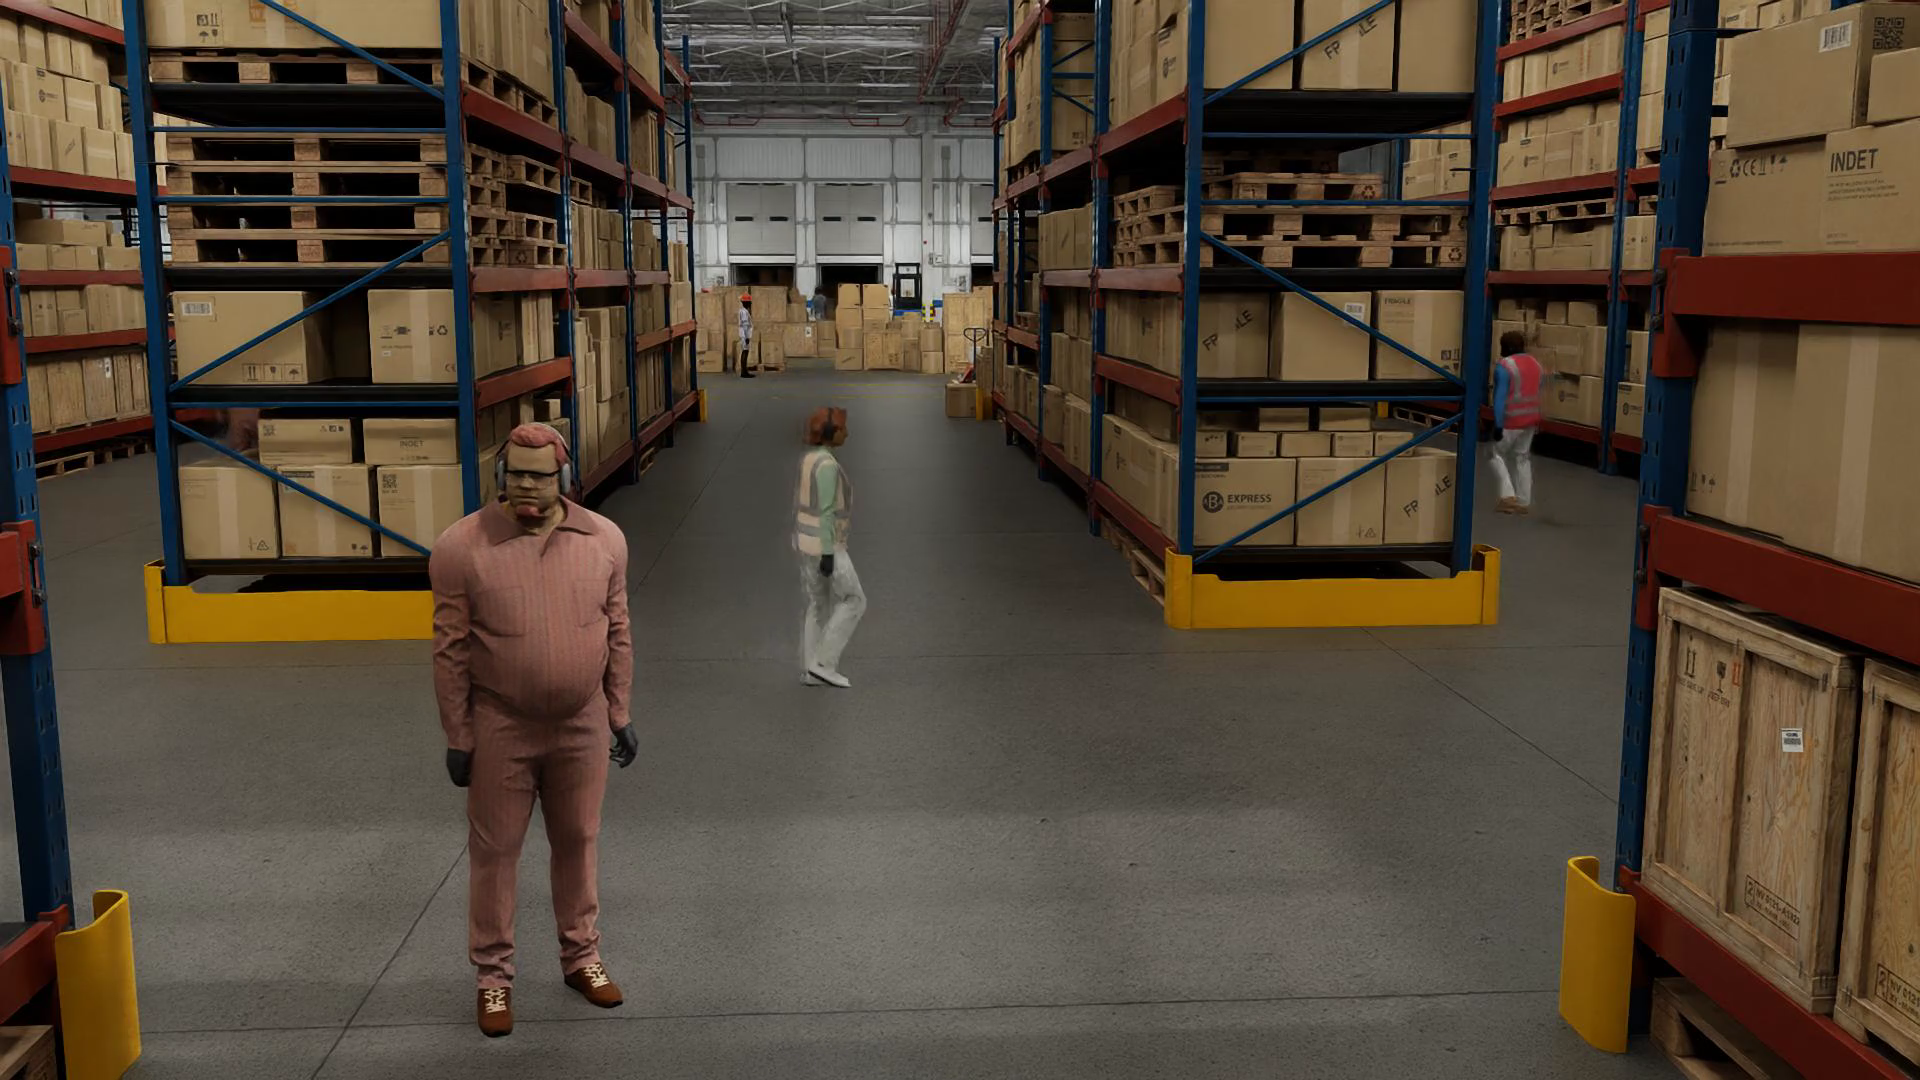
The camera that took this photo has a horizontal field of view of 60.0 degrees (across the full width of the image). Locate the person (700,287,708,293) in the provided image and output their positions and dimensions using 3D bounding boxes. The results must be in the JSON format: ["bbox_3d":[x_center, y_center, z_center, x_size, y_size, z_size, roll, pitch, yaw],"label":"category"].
[{"bbox_3d":[-9.776,-8.659,63.298,0.993,1.883,0.565,0,9,2],"label":"person"}]

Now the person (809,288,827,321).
[{"bbox_3d":[-5.234,-8.257,60.752,0.878,1.901,0.628,8,12,42],"label":"person"}]

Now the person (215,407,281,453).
[{"bbox_3d":[-7.144,-1.231,16.693,0.643,1.882,0.657,0,9,1],"label":"person"}]

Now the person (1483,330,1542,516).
[{"bbox_3d":[5.411,-1.131,16.264,0.694,1.820,0.452,-6,11,-35],"label":"person"}]

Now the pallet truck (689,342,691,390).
[{"bbox_3d":[-5.225,-3.008,27.480,1.885,1.965,0.823,2,9,14],"label":"pallet truck"}]

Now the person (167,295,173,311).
[{"bbox_3d":[-29.589,-8.593,62.723,0.651,1.958,0.678,6,11,31],"label":"person"}]

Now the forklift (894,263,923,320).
[{"bbox_3d":[-1.945,-8.926,61.875,1.129,2.768,1.873,-1,9,-4],"label":"forklift"}]

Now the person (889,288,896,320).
[{"bbox_3d":[-2.467,-8.528,62.505,0.580,1.883,0.349,0,9,0],"label":"person"}]

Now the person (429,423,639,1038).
[{"bbox_3d":[-1.317,0.581,5.247,0.641,1.904,0.401,-5,11,-31],"label":"person"}]

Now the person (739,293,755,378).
[{"bbox_3d":[-4.912,-4.701,38.301,0.357,1.937,0.550,-2,9,-13],"label":"person"}]

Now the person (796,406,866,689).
[{"bbox_3d":[-0.739,0.050,9.457,0.375,1.625,0.516,-3,9,-17],"label":"person"}]
